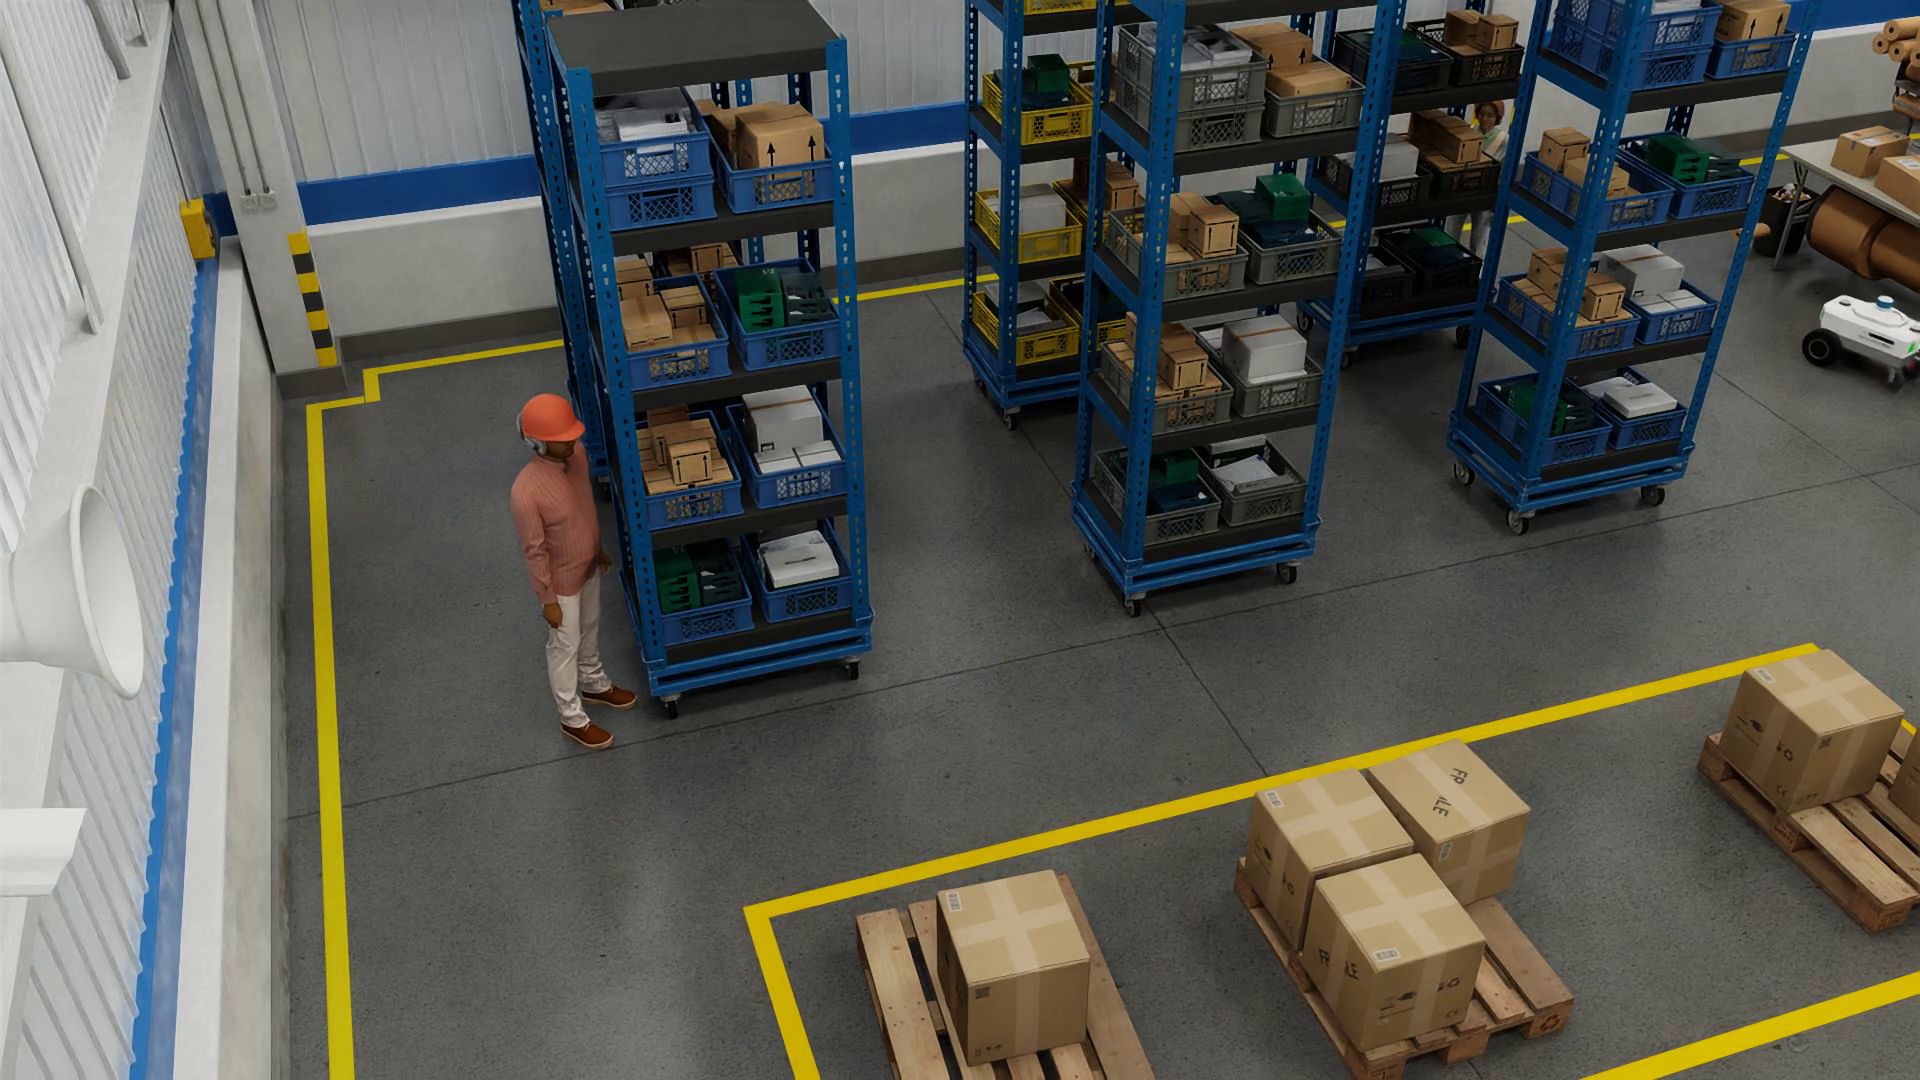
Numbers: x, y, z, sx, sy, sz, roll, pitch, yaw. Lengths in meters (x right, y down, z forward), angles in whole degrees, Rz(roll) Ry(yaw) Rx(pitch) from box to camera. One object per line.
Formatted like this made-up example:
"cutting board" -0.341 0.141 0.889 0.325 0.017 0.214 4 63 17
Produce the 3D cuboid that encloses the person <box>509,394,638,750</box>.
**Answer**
"person" -1.952 0.145 8.342 0.376 1.995 0.612 9 36 12

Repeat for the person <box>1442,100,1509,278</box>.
"person" 3.820 -2.523 12.432 0.520 1.639 0.318 21 40 27

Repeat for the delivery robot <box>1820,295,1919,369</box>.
"delivery robot" 6.514 -1.498 11.827 0.477 0.478 0.707 -24 42 -29
